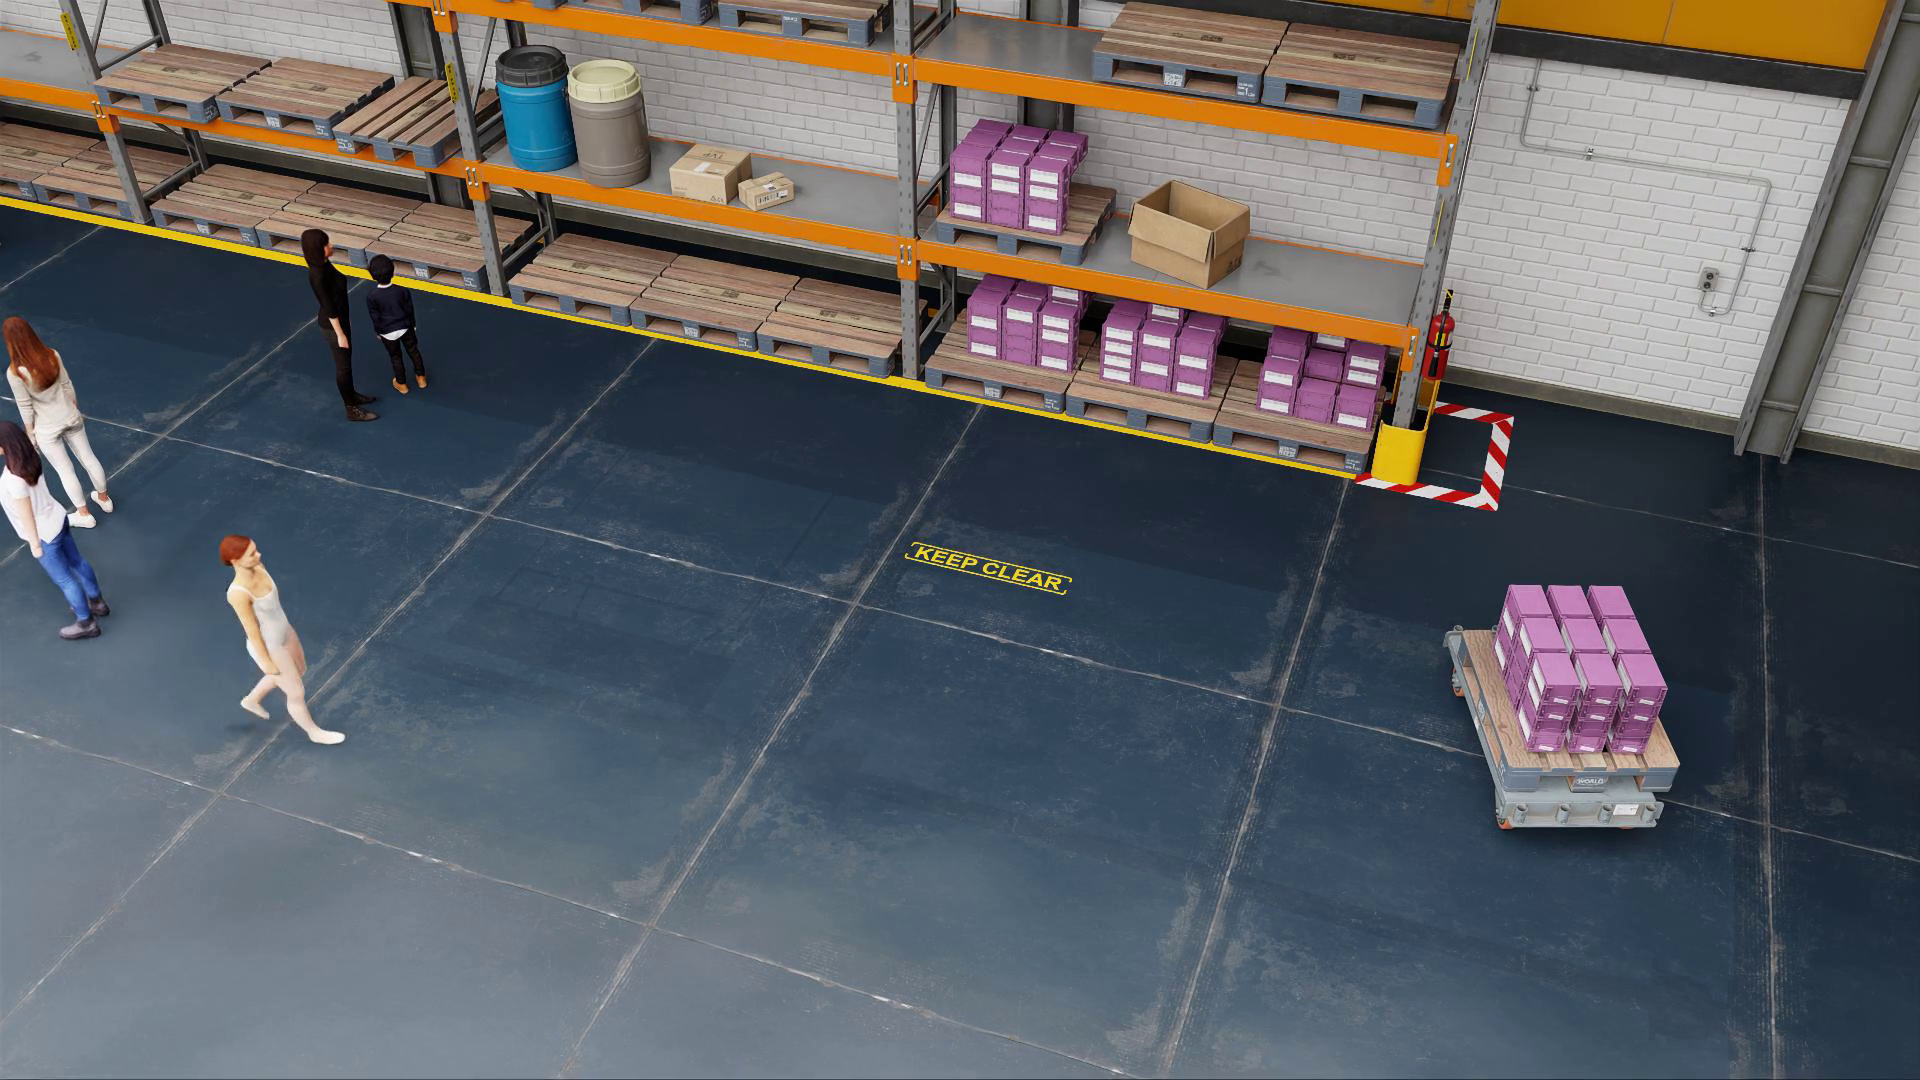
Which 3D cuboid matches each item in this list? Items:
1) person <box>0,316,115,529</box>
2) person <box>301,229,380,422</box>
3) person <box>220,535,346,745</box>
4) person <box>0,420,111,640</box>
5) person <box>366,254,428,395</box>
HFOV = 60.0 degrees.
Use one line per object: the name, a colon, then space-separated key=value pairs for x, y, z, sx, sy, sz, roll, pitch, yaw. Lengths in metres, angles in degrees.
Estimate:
person: x=-6.485 y=-0.848 z=11.939 sx=0.589 sy=1.713 sz=0.630 roll=19 pitch=42 yaw=22
person: x=-4.911 y=-1.698 z=13.060 sx=0.674 sy=1.642 sz=0.644 roll=-10 pitch=40 yaw=-13
person: x=-4.266 y=0.628 z=10.159 sx=0.947 sy=1.629 sz=0.762 roll=-1 pitch=39 yaw=-2
person: x=-6.011 y=-0.061 z=10.979 sx=0.694 sy=1.682 sz=0.675 roll=-8 pitch=39 yaw=-9
person: x=-4.570 y=-1.751 z=13.460 sx=0.588 sy=1.227 sz=0.640 roll=-19 pitch=42 yaw=-22
